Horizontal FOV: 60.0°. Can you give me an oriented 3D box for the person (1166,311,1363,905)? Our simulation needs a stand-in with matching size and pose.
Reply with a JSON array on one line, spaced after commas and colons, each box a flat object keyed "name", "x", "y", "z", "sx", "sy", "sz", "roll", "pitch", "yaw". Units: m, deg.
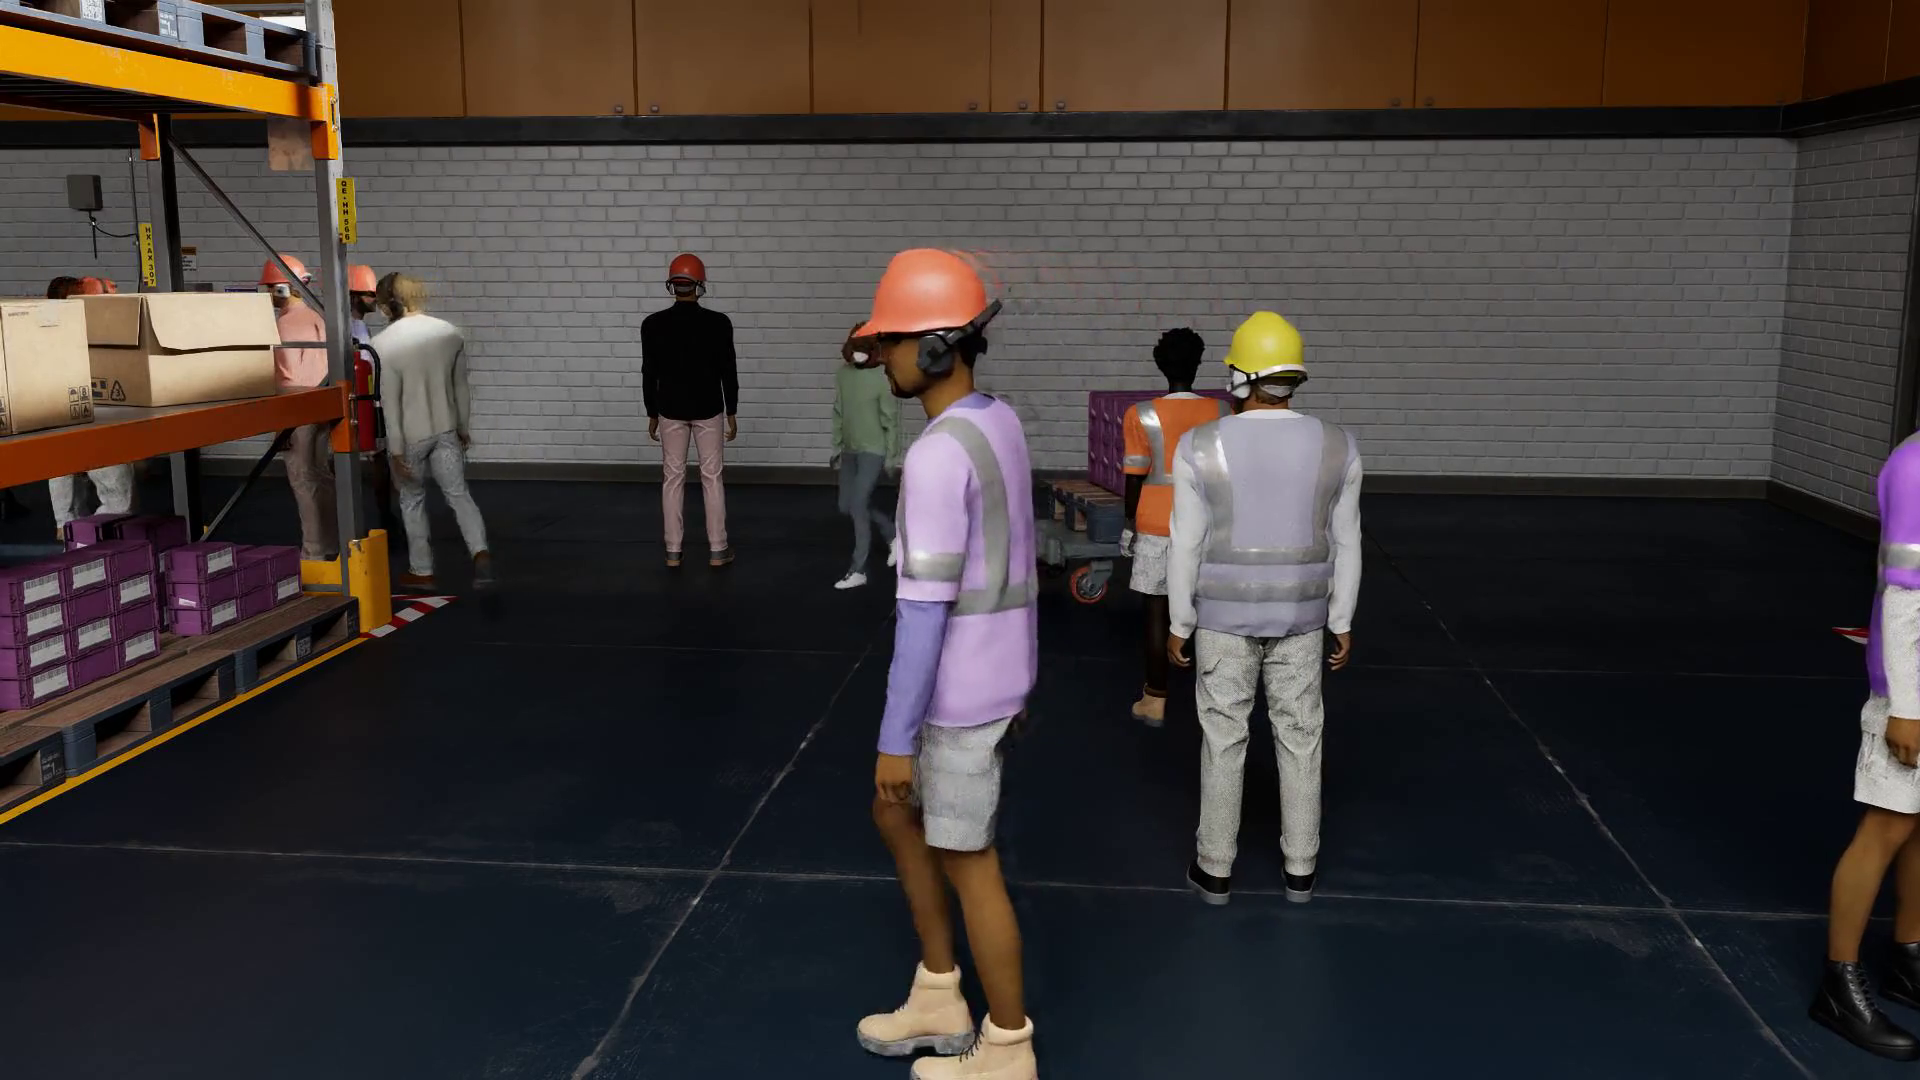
[{"name": "person", "x": 0.926, "y": 0.220, "z": 5.134, "sx": 0.600, "sy": 1.836, "sz": 0.404, "roll": 0, "pitch": 10, "yaw": -1}]

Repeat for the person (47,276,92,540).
[{"name": "person", "x": -6.238, "y": -0.924, "z": 11.690, "sx": 0.430, "sy": 1.838, "sz": 0.624, "roll": -1, "pitch": 10, "yaw": -8}]

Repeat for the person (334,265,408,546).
[{"name": "person", "x": -4.005, "y": -0.905, "z": 11.353, "sx": 0.793, "sy": 1.905, "sz": 0.551, "roll": -2, "pitch": 10, "yaw": -12}]

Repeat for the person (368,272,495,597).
[{"name": "person", "x": -3.054, "y": -0.598, "z": 9.628, "sx": 0.902, "sy": 1.907, "sz": 0.685, "roll": 9, "pitch": 13, "yaw": 42}]

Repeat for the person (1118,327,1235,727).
[{"name": "person", "x": 0.931, "y": -0.049, "z": 7.086, "sx": 0.540, "sy": 1.690, "sz": 0.317, "roll": -2, "pitch": 10, "yaw": -13}]

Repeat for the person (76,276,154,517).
[{"name": "person", "x": -4.679, "y": -0.505, "z": 9.168, "sx": 0.586, "sy": 1.881, "sz": 0.490, "roll": 9, "pitch": 14, "yaw": 43}]

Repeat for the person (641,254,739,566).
[{"name": "person", "x": -1.718, "y": -0.821, "z": 10.641, "sx": 0.611, "sy": 1.995, "sz": 0.375, "roll": 0, "pitch": 10, "yaw": -1}]

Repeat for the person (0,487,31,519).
[{"name": "person", "x": -7.353, "y": -1.113, "z": 12.479, "sx": 0.543, "sy": 1.939, "sz": 0.360, "roll": 0, "pitch": 10, "yaw": -3}]

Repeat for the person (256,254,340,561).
[{"name": "person", "x": -4.108, "y": -0.764, "z": 10.324, "sx": 0.401, "sy": 1.989, "sz": 0.623, "roll": 0, "pitch": 10, "yaw": 1}]

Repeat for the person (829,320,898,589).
[{"name": "person", "x": -0.533, "y": -0.524, "z": 10.027, "sx": 0.556, "sy": 1.607, "sz": 0.513, "roll": -9, "pitch": 13, "yaw": -42}]

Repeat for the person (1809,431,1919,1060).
[{"name": "person", "x": 2.495, "y": 0.348, "z": 4.158, "sx": 0.548, "sy": 1.926, "sz": 0.411, "roll": -5, "pitch": 11, "yaw": -28}]

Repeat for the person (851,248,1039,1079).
[{"name": "person", "x": -0.086, "y": 0.342, "z": 3.903, "sx": 0.663, "sy": 2.018, "sz": 0.653, "roll": 2, "pitch": 10, "yaw": 12}]
